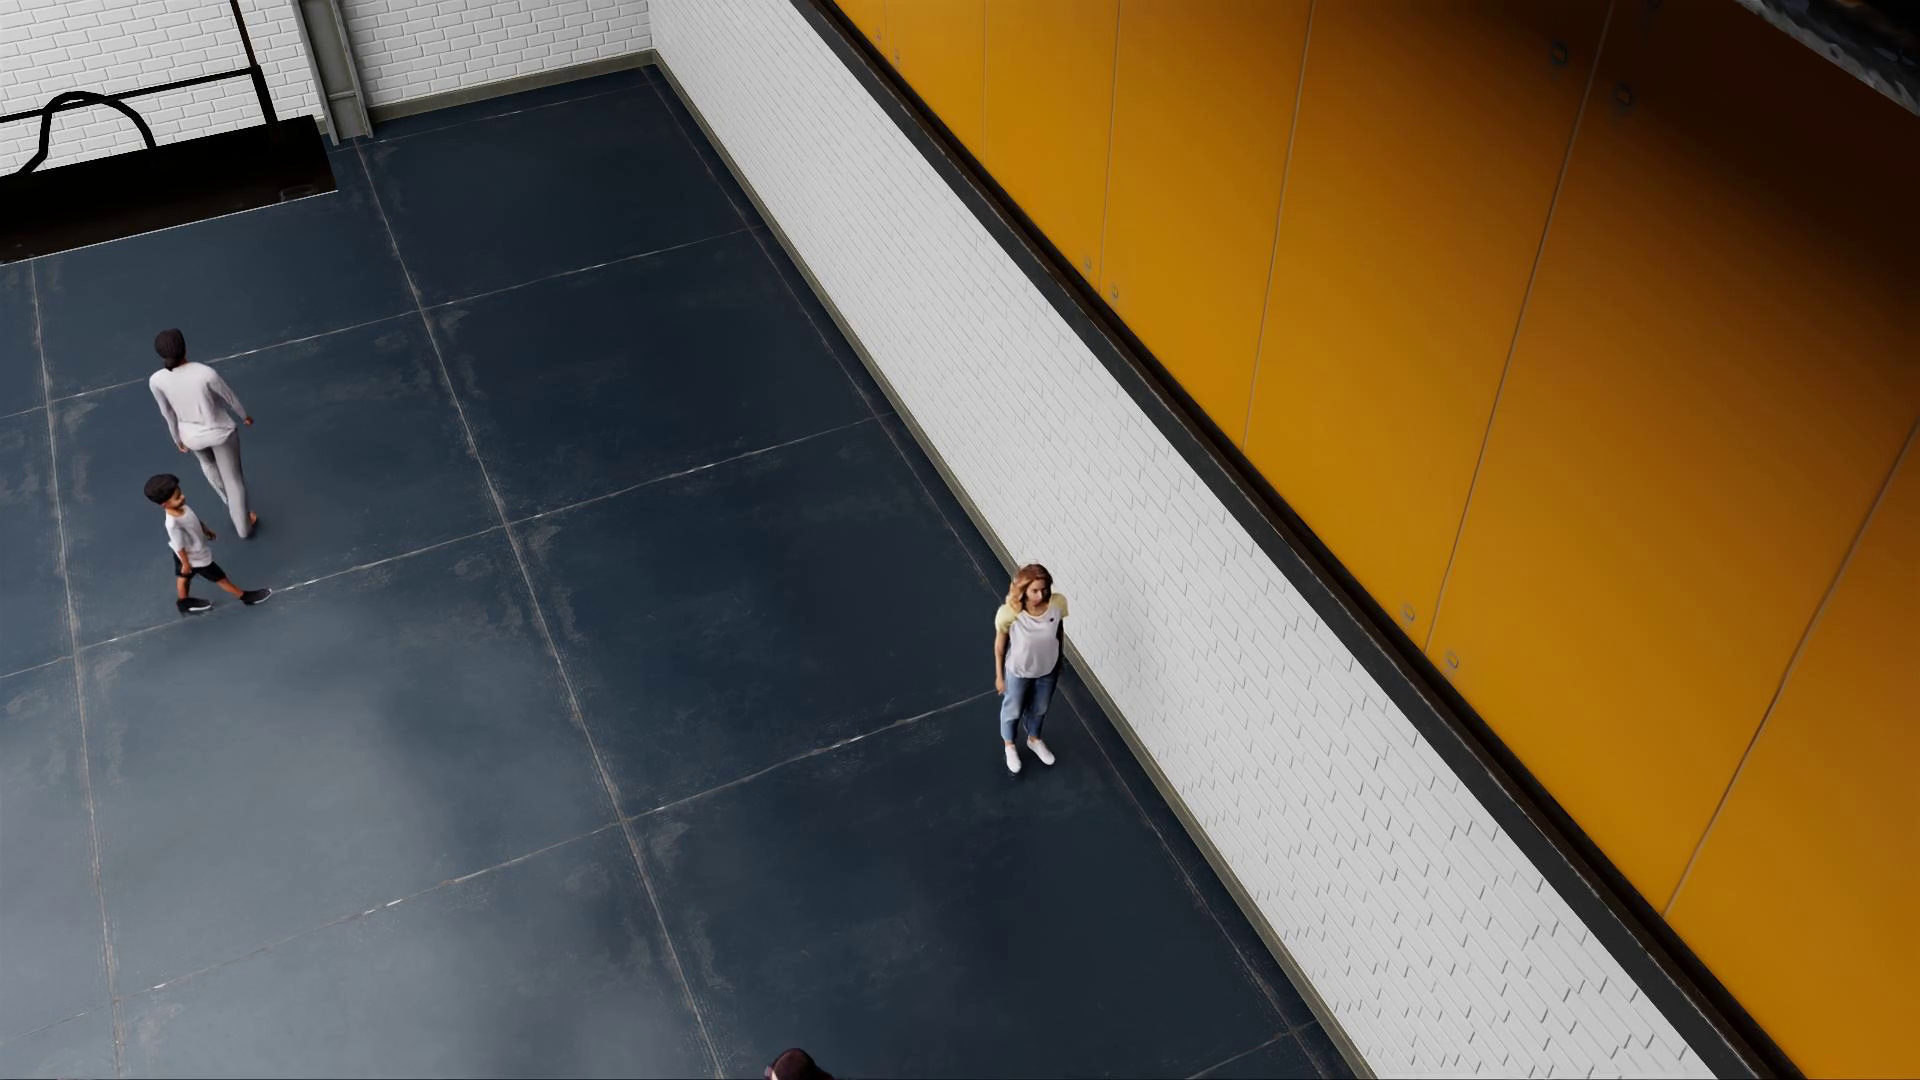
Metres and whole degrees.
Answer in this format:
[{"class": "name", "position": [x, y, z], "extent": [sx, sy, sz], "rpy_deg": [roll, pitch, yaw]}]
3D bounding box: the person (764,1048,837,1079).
[{"class": "person", "position": [-0.664, 2.866, 8.125], "extent": [0.930, 1.550, 1.138], "rpy_deg": [27, 50, 25]}]

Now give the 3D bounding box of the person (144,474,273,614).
[{"class": "person", "position": [-5.299, 0.058, 11.311], "extent": [0.886, 1.221, 0.550], "rpy_deg": [-13, 45, -13]}]

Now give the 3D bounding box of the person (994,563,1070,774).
[{"class": "person", "position": [0.422, 0.767, 10.202], "extent": [0.473, 1.723, 0.690], "rpy_deg": [-16, 46, -16]}]

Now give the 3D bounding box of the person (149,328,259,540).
[{"class": "person", "position": [-5.323, -0.709, 11.756], "extent": [0.906, 1.718, 0.881], "rpy_deg": [-3, 44, -3]}]
